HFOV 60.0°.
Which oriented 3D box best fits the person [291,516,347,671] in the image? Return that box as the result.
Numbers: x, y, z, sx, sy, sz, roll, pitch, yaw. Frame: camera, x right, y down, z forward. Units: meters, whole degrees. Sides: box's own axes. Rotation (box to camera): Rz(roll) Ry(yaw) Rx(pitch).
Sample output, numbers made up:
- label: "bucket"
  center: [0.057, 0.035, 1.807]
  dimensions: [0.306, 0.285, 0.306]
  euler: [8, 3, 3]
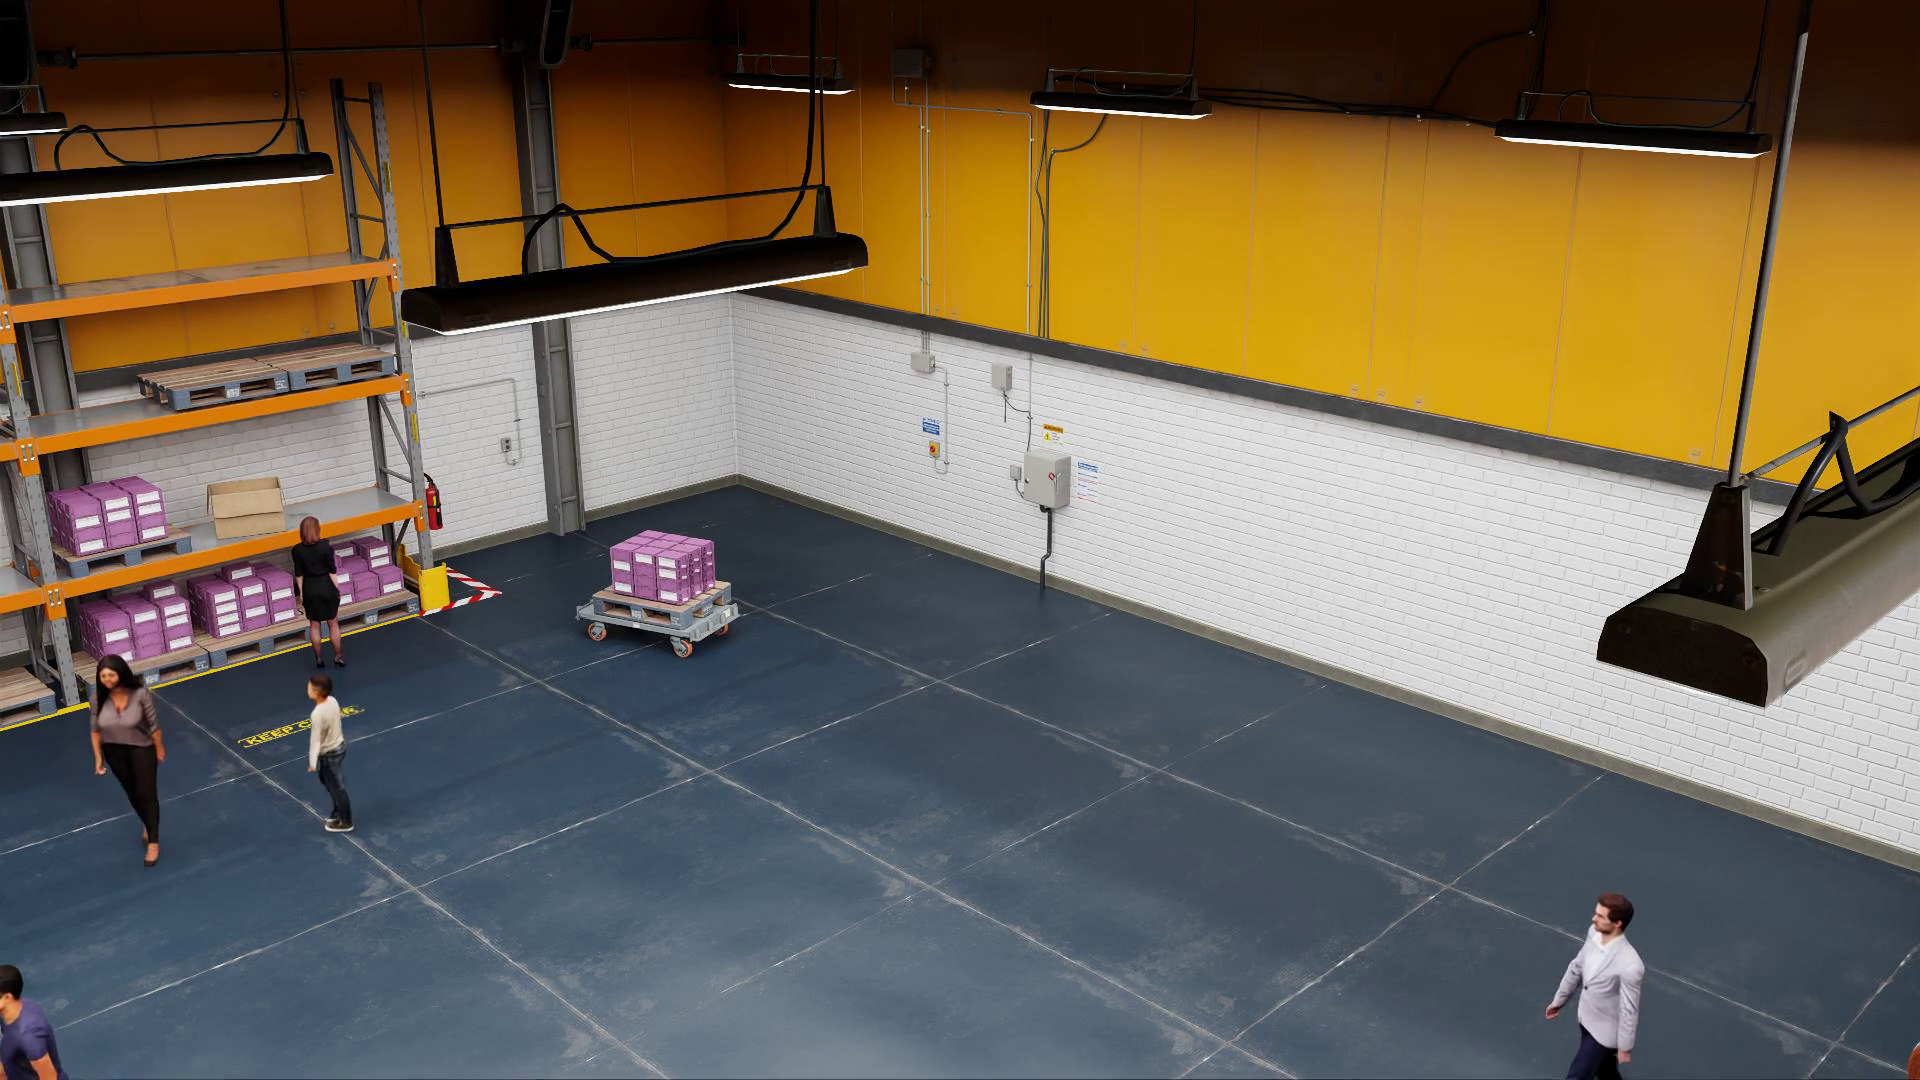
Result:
- label: "person"
  center: [-6.812, 0.567, 17.675]
  dimensions: [0.642, 1.706, 0.717]
  euler: [-1, 19, -4]

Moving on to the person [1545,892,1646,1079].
- label: "person"
  center: [4.056, 3.000, 10.275]
  dimensions: [1.146, 1.817, 1.075]
  euler: [0, 19, 0]

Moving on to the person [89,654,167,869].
- label: "person"
  center: [-6.917, 1.767, 13.946]
  dimensions: [1.026, 1.811, 1.036]
  euler: [-3, 19, -9]

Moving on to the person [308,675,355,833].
- label: "person"
  center: [-5.343, 1.833, 14.305]
  dimensions: [0.719, 1.457, 0.657]
  euler: [0, 19, 1]

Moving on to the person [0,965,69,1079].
- label: "person"
  center: [-5.266, 3.216, 9.718]
  dimensions: [0.918, 1.764, 0.732]
  euler: [-12, 22, -32]
